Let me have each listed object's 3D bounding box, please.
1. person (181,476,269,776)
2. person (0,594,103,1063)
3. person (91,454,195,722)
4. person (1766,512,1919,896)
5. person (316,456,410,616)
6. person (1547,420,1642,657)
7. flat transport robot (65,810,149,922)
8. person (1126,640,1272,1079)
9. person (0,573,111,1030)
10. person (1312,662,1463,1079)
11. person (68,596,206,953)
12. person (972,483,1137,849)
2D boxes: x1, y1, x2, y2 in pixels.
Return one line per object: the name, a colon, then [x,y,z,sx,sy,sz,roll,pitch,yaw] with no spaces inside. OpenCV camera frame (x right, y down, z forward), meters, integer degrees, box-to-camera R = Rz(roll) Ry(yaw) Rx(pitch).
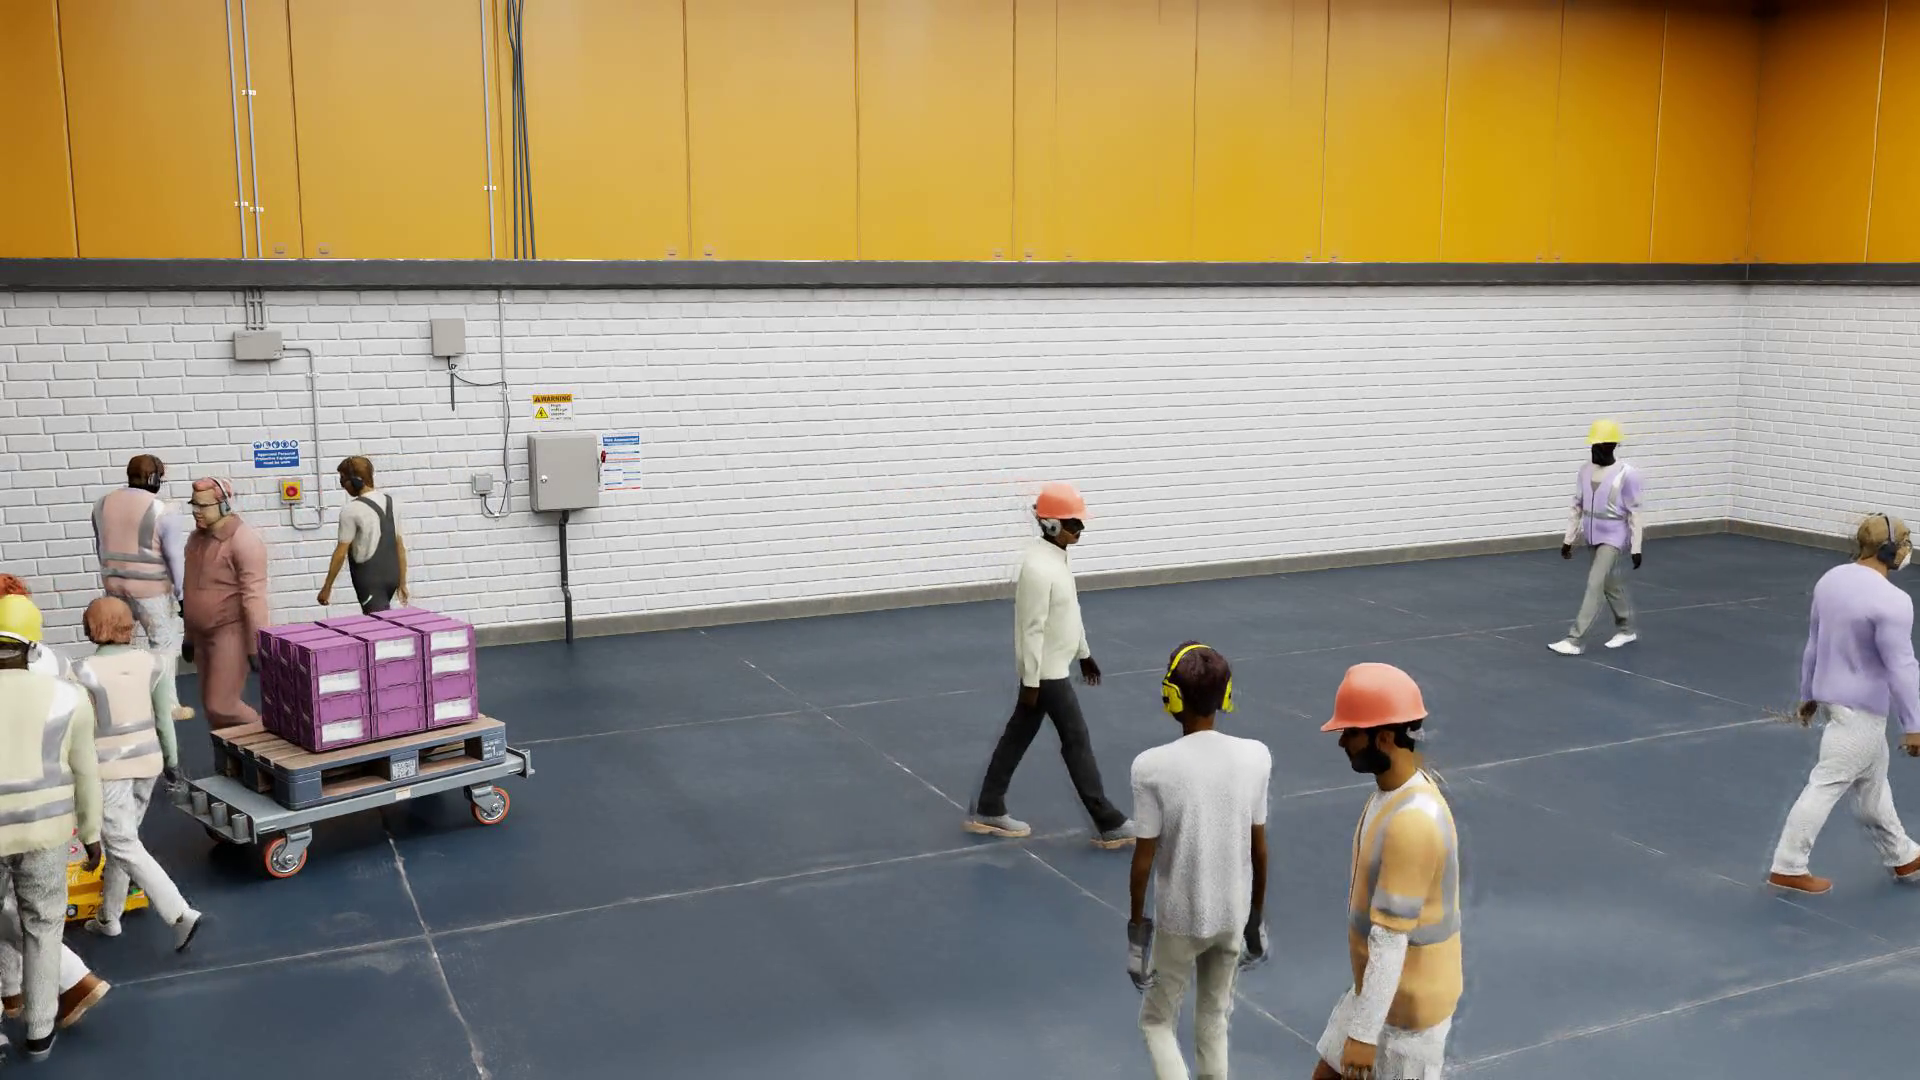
person: [-4.220,0.559,9.586,0.663,1.885,0.477,8,12,40]
person: [-3.617,1.121,6.354,0.640,1.807,0.551,-5,10,-29]
person: [-5.505,0.347,11.110,0.751,1.823,0.520,2,9,11]
person: [4.423,0.806,8.045,1.006,1.880,0.660,0,9,0]
person: [-4.066,0.313,11.420,0.933,1.783,0.507,3,10,17]
person: [5.104,-0.022,13.231,1.012,1.871,0.610,-4,10,-21]
flat transport robot: [-4.483,1.576,8.264,0.652,0.197,1.431,-6,11,-32]
person: [0.793,1.256,5.382,0.527,1.851,0.493,-3,10,-16]
person: [-3.757,1.050,6.606,0.717,1.867,0.600,2,9,10]
person: [1.252,1.312,4.852,0.437,1.911,0.573,0,9,3]
person: [-3.697,1.052,7.419,0.769,1.606,0.530,5,10,27]
person: [0.523,0.662,8.771,1.015,1.943,0.622,1,9,8]
